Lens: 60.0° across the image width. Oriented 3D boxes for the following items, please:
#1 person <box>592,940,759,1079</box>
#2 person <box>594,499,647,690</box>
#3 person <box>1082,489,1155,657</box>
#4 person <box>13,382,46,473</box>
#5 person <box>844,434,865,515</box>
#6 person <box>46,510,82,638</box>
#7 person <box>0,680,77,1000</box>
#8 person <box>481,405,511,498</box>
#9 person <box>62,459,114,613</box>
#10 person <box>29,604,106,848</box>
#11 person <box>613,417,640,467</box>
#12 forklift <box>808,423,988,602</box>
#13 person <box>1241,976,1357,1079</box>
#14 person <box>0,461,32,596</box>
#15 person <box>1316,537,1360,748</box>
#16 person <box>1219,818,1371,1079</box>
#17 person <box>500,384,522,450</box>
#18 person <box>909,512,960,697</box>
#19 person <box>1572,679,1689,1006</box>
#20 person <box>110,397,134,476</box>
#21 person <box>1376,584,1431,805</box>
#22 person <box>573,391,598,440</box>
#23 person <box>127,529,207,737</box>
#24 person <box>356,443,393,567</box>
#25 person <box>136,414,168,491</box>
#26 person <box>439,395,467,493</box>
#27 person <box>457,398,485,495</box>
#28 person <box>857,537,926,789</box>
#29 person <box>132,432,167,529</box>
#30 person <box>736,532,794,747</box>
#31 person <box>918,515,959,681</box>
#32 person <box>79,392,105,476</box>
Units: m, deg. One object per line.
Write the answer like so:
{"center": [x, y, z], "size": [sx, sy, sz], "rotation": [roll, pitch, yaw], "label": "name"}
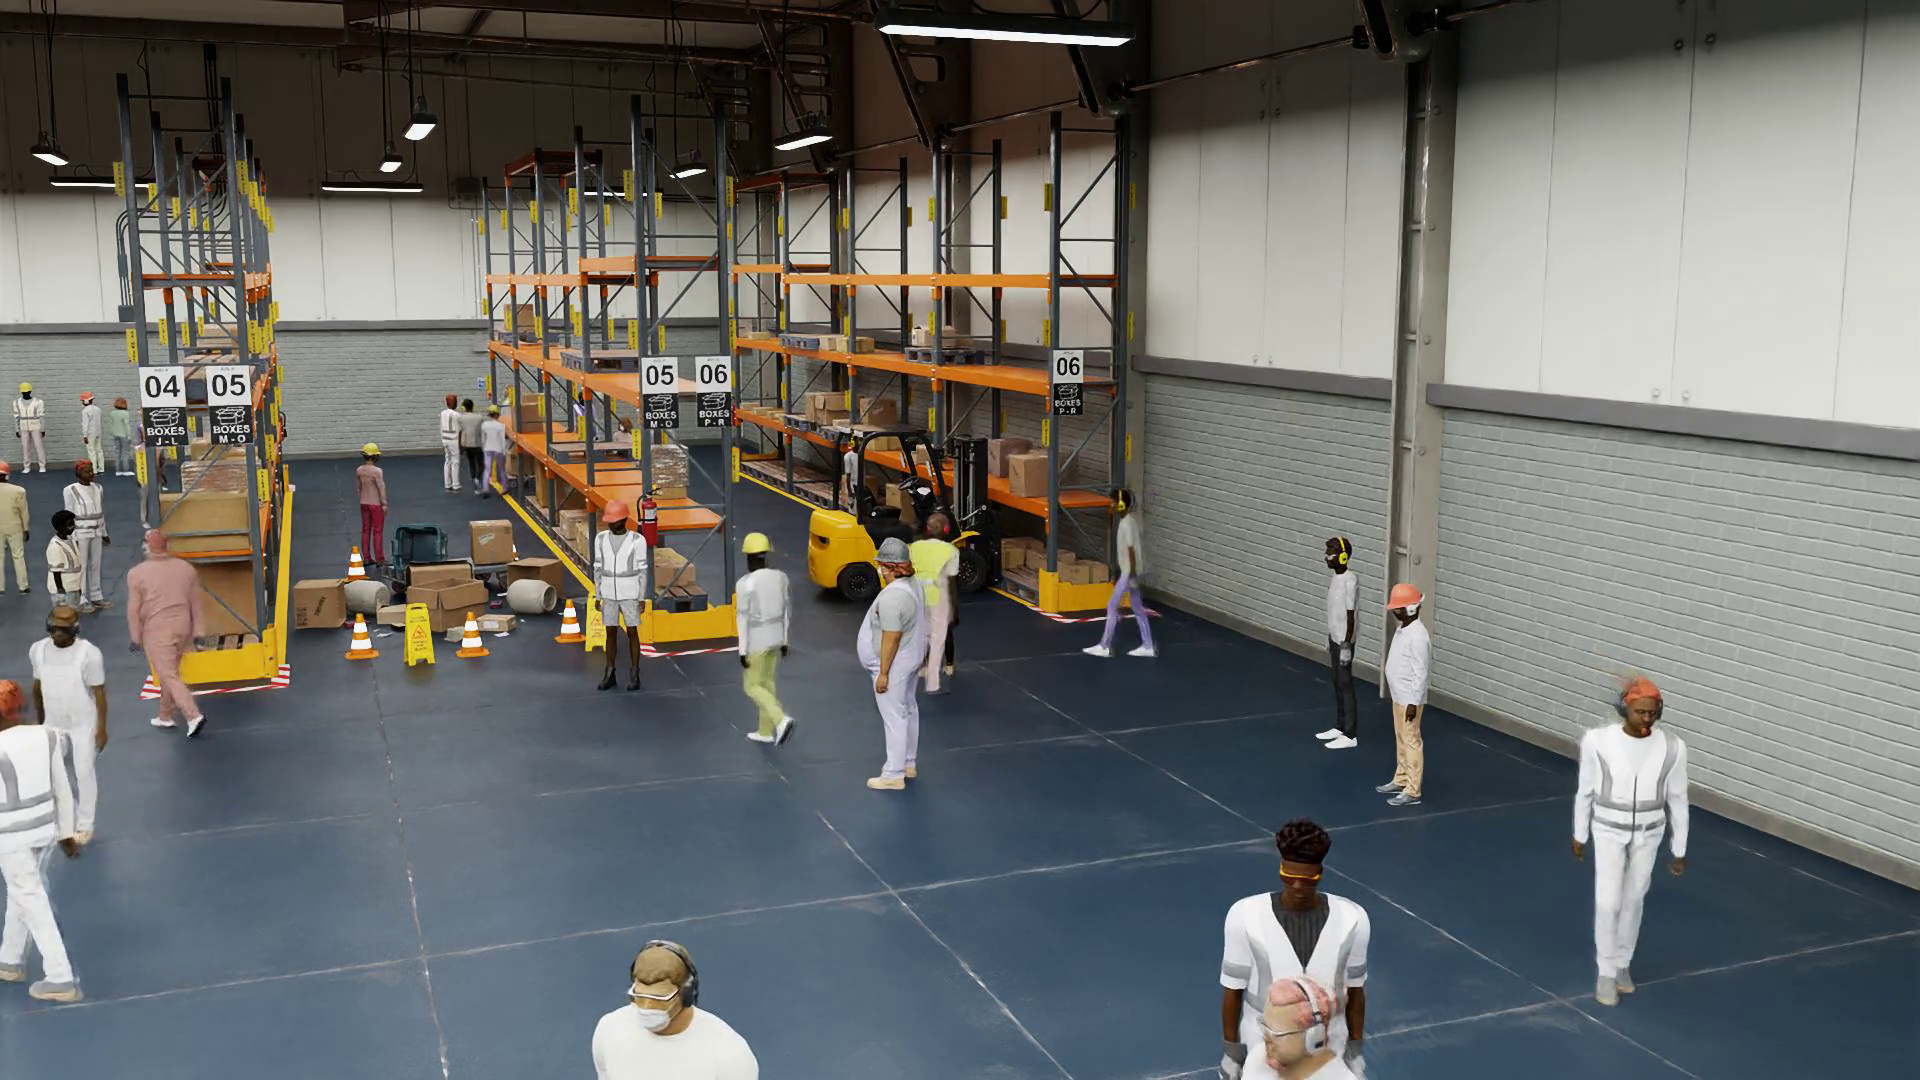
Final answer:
{"center": [-0.976, 2.273, 5.697], "size": [0.631, 1.932, 0.363], "rotation": [4, 10, 24], "label": "person"}
{"center": [-3.389, 0.545, 16.569], "size": [0.542, 1.928, 0.374], "rotation": [1, 9, 7], "label": "person"}
{"center": [1.717, 0.370, 17.986], "size": [0.888, 1.824, 0.557], "rotation": [2, 9, 10], "label": "person"}
{"center": [-19.468, -2.343, 34.802], "size": [0.588, 1.915, 0.416], "rotation": [-2, 9, -12], "label": "person"}
{"center": [-1.513, -0.665, 24.371], "size": [0.328, 1.872, 0.513], "rotation": [3, 10, 19], "label": "person"}
{"center": [-9.418, 0.515, 17.524], "size": [0.324, 1.685, 0.540], "rotation": [-2, 9, -10], "label": "person"}
{"center": [-5.464, 1.705, 9.504], "size": [0.903, 1.843, 0.574], "rotation": [2, 9, 14], "label": "person"}
{"center": [-8.728, -1.660, 31.094], "size": [0.531, 1.726, 0.887], "rotation": [1, 9, 9], "label": "person"}
{"center": [-10.745, -0.057, 20.505], "size": [0.354, 1.883, 0.573], "rotation": [2, 9, 15], "label": "person"}
{"center": [-6.409, 1.335, 11.951], "size": [0.566, 1.818, 0.420], "rotation": [0, 9, -3], "label": "person"}
{"center": [-5.933, -1.381, 29.618], "size": [0.501, 1.631, 0.287], "rotation": [2, 9, 10], "label": "person"}
{"center": [-0.830, -0.399, 21.676], "size": [2.313, 2.155, 1.214], "rotation": [-4, 10, -21], "label": "forklift"}
{"center": [1.096, 2.335, 5.526], "size": [0.957, 1.868, 0.653], "rotation": [-3, 10, -20], "label": "person"}
{"center": [-12.337, -0.153, 21.510], "size": [0.572, 1.749, 0.341], "rotation": [-4, 10, -23], "label": "person"}
{"center": [3.336, 0.894, 14.600], "size": [0.327, 1.861, 0.510], "rotation": [-1, 9, -3], "label": "person"}
{"center": [1.367, 2.077, 6.809], "size": [0.612, 1.962, 0.363], "rotation": [0, 9, -1], "label": "person"}
{"center": [-9.316, -2.287, 34.474], "size": [0.402, 1.904, 0.653], "rotation": [1, 9, 8], "label": "person"}
{"center": [-0.257, 0.645, 16.280], "size": [0.598, 1.817, 0.462], "rotation": [8, 12, 41], "label": "person"}
{"center": [3.812, 1.712, 9.417], "size": [0.600, 1.858, 0.686], "rotation": [2, 9, 10], "label": "person"}
{"center": [-17.314, -2.131, 34.366], "size": [0.495, 1.626, 0.283], "rotation": [4, 10, 22], "label": "person"}
{"center": [3.481, 1.198, 13.035], "size": [0.337, 1.742, 0.561], "rotation": [0, 9, 0], "label": "person"}
{"center": [-7.527, -2.083, 33.421], "size": [0.429, 1.835, 0.618], "rotation": [9, 12, 43], "label": "person"}
{"center": [-7.087, 0.832, 14.964], "size": [0.881, 1.870, 0.629], "rotation": [5, 10, 27], "label": "person"}
{"center": [-8.332, -0.495, 23.624], "size": [0.525, 1.769, 0.308], "rotation": [5, 10, 28], "label": "person"}
{"center": [-15.507, -1.741, 31.884], "size": [0.498, 1.634, 0.280], "rotation": [1, 9, 6], "label": "person"}
{"center": [-9.674, -1.829, 31.682], "size": [0.578, 1.879, 0.349], "rotation": [8, 12, 40], "label": "person"}
{"center": [-9.165, -1.744, 31.268], "size": [0.549, 1.836, 0.516], "rotation": [-1, 9, -6], "label": "person"}
{"center": [-0.565, 0.983, 13.458], "size": [0.538, 2.000, 0.683], "rotation": [3, 9, 17], "label": "person"}
{"center": [-13.248, -0.996, 27.208], "size": [0.314, 1.631, 0.520], "rotation": [8, 12, 40], "label": "person"}
{"center": [-1.679, 0.887, 14.514], "size": [0.607, 1.909, 0.594], "rotation": [8, 12, 40], "label": "person"}
{"center": [-0.263, 0.588, 17.025], "size": [0.540, 1.695, 0.317], "rotation": [-5, 10, -27], "label": "person"}
{"center": [-17.973, -2.193, 34.389], "size": [0.349, 1.743, 0.563], "rotation": [1, 9, 3], "label": "person"}
